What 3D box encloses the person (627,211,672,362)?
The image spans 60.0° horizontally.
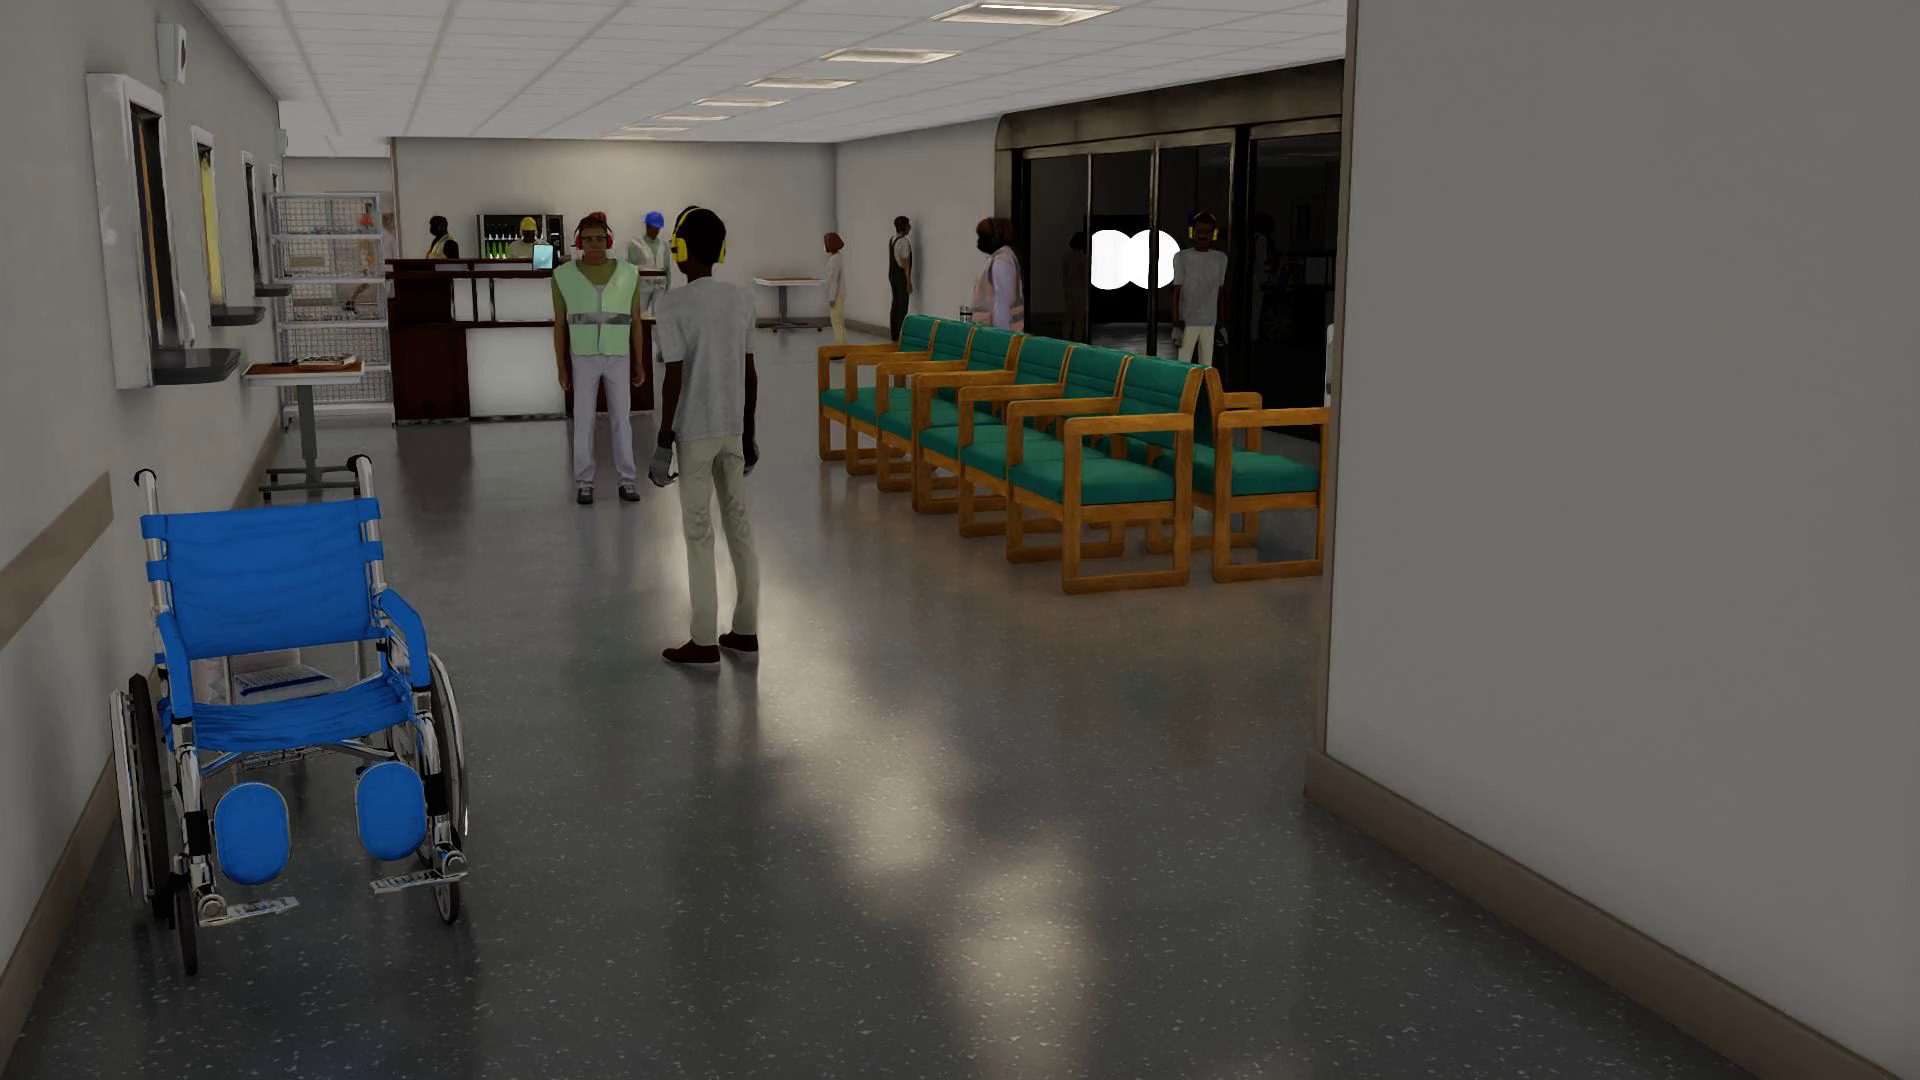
[{"bbox_3d":[-3.976,-3.214,21.142,0.649,1.916,0.909,-8,14,-36],"label":"person"}]

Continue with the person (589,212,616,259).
[{"bbox_3d":[-4.425,-3.110,20.602,0.338,1.882,0.582,-7,13,-33],"label":"person"}]

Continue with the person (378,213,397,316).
[{"bbox_3d":[-10.022,-4.783,29.236,0.581,1.880,0.662,-4,12,-19],"label":"person"}]

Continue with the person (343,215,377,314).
[{"bbox_3d":[-11.154,-5.189,31.304,0.904,1.887,0.566,0,11,-1],"label":"person"}]

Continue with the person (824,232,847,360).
[{"bbox_3d":[-1.598,-3.110,21.283,0.285,1.628,0.504,1,11,4],"label":"person"}]

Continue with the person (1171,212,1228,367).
[{"bbox_3d":[1.989,-1.768,13.784,0.521,1.862,0.334,-4,12,-18],"label":"person"}]

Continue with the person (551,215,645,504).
[{"bbox_3d":[-2.321,-1.152,10.693,0.562,1.837,0.384,-4,12,-20],"label":"person"}]

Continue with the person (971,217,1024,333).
[{"bbox_3d":[0.301,-1.684,13.455,0.434,1.820,0.690,0,11,2],"label":"person"}]

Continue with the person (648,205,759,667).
[{"bbox_3d":[-1.043,-0.414,6.799,0.327,1.874,0.520,10,15,42],"label":"person"}]

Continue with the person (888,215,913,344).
[{"bbox_3d":[-0.828,-3.650,23.505,0.354,1.842,0.510,-6,12,-28],"label":"person"}]

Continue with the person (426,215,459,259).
[{"bbox_3d":[-7.099,-3.517,22.808,0.429,1.842,0.634,-9,14,-40],"label":"person"}]

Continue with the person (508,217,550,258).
[{"bbox_3d":[-5.750,-3.407,22.300,0.589,1.823,0.405,-3,11,-16],"label":"person"}]
